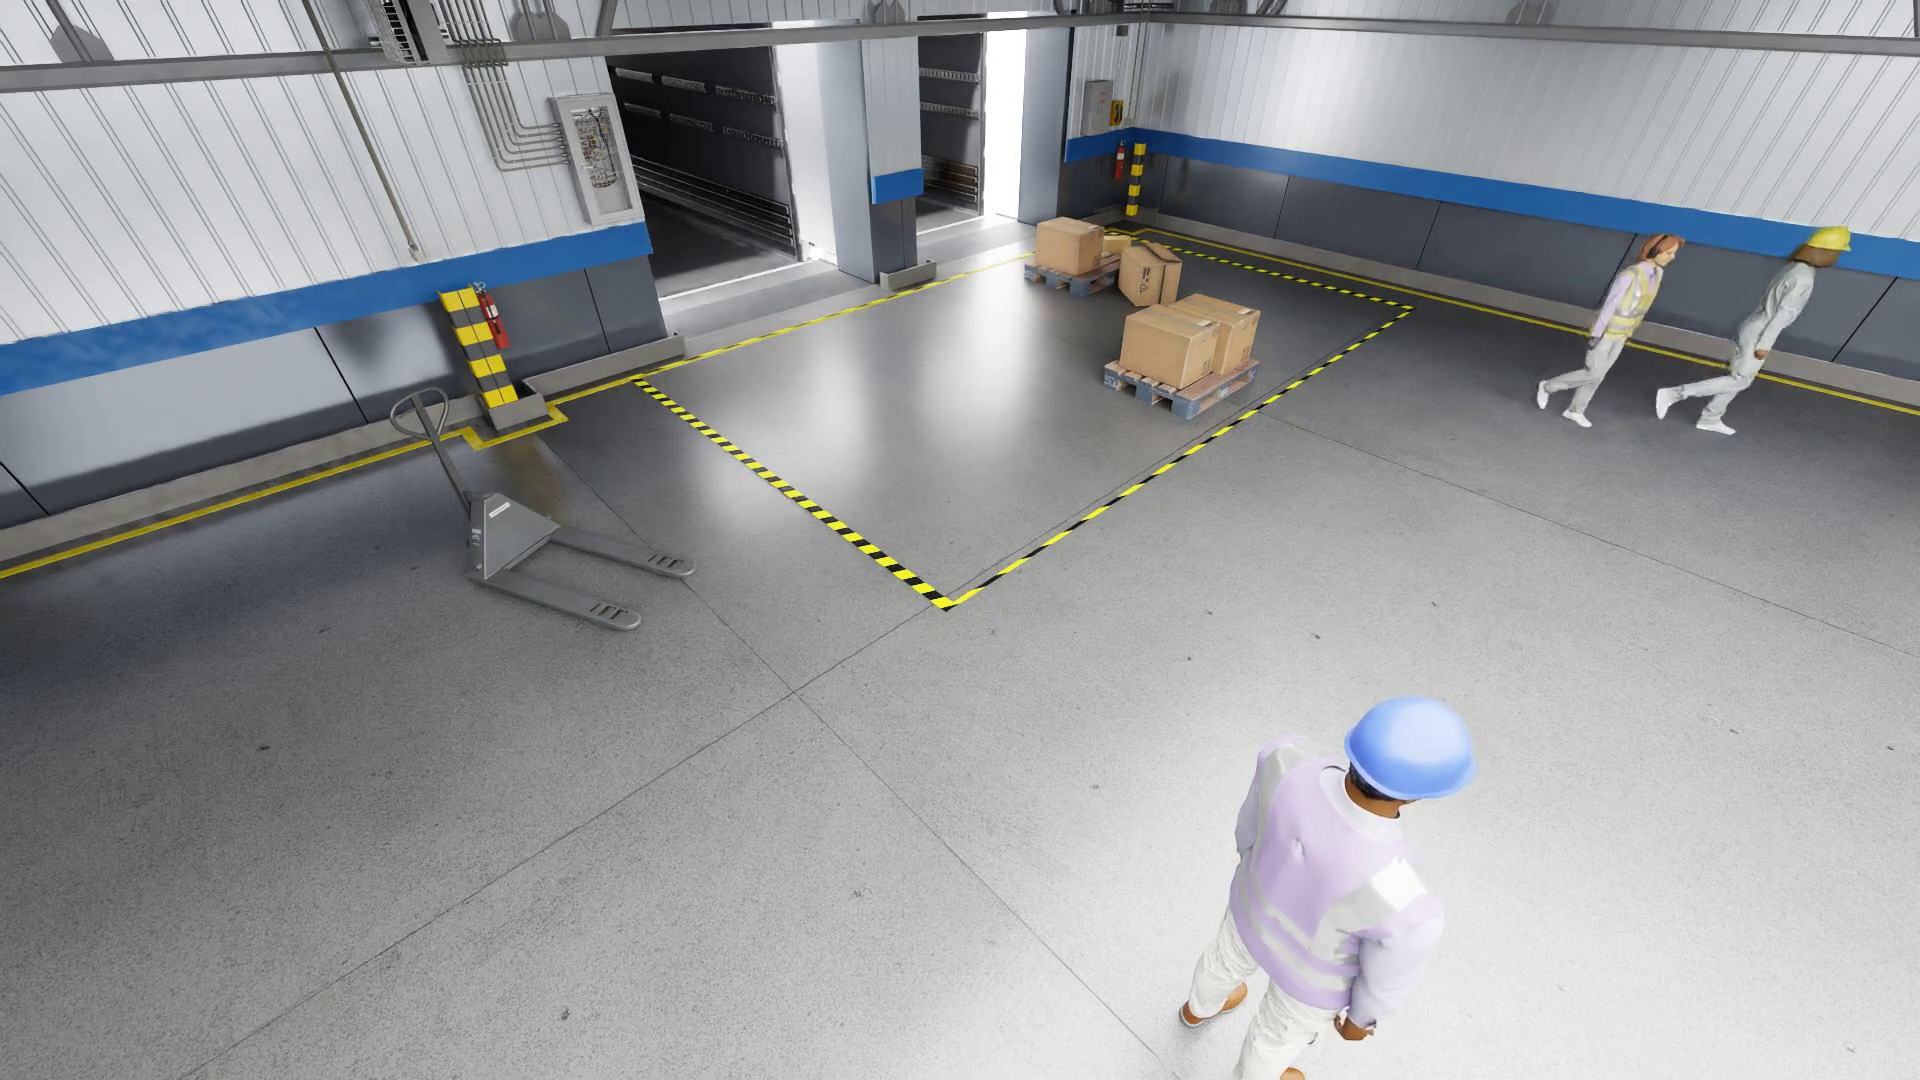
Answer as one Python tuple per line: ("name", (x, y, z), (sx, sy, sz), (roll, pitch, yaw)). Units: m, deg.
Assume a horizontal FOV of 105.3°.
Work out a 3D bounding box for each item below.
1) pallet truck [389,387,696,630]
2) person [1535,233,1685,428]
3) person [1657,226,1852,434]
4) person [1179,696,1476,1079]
("pallet truck", (-2.613, -0.247, 4.593), (1.601, 1.201, 0.680), (14, 40, 17))
("person", (5.494, -1.768, 6.237), (0.525, 1.624, 0.520), (-16, 40, -19))
("person", (6.529, -1.702, 6.073), (0.666, 1.721, 0.489), (23, 43, 27))
("person", (1.019, 1.157, 2.196), (0.380, 1.948, 0.601), (-12, 39, -15))
